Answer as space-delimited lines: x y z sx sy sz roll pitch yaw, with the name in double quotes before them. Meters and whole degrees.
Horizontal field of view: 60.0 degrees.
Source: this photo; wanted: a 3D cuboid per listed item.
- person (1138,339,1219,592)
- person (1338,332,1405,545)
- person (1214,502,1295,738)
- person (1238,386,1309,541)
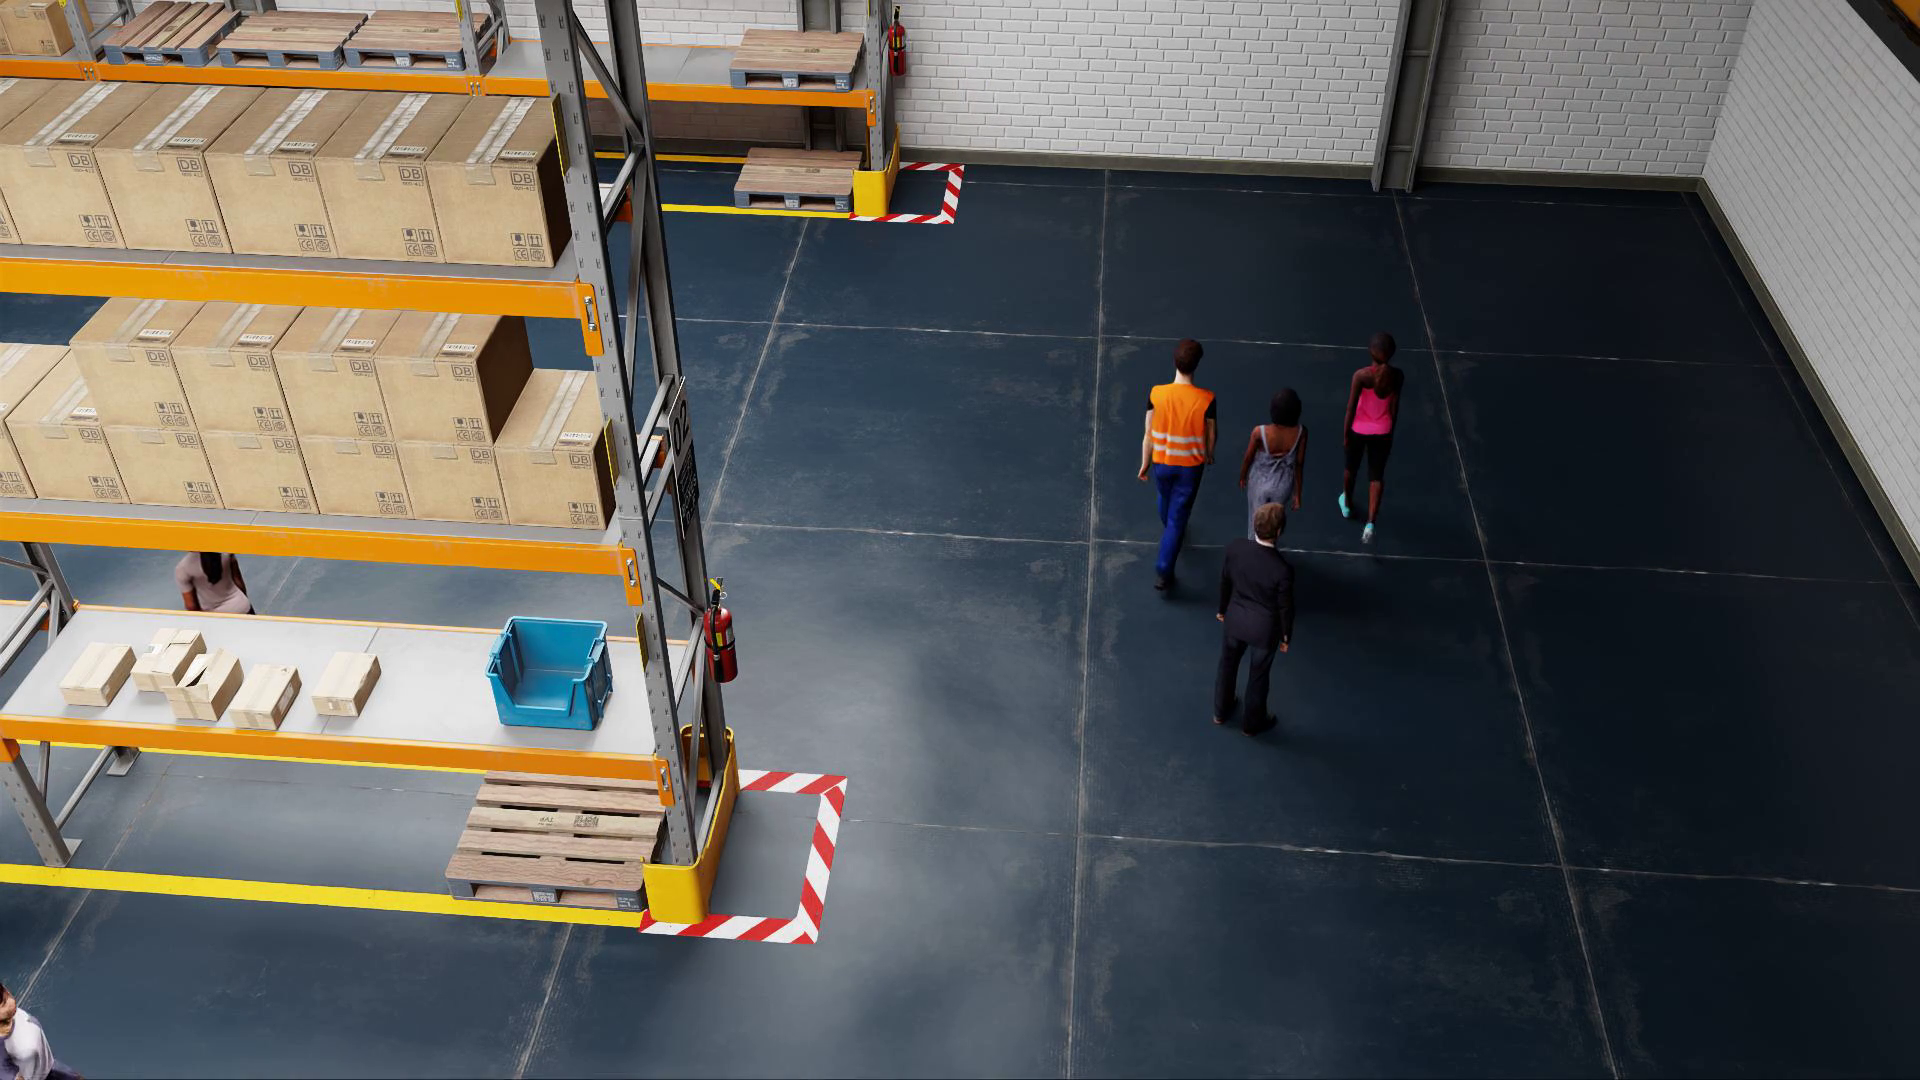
"person" 1.554 -0.487 11.971 1.220 1.832 0.934 13 40 15
"person" 3.068 -0.741 12.392 0.929 1.703 0.608 3 39 4
"person" 1.894 0.505 10.742 0.745 1.814 0.845 28 47 31
"person" 2.225 -0.303 11.881 1.061 1.656 0.755 -3 39 -4
